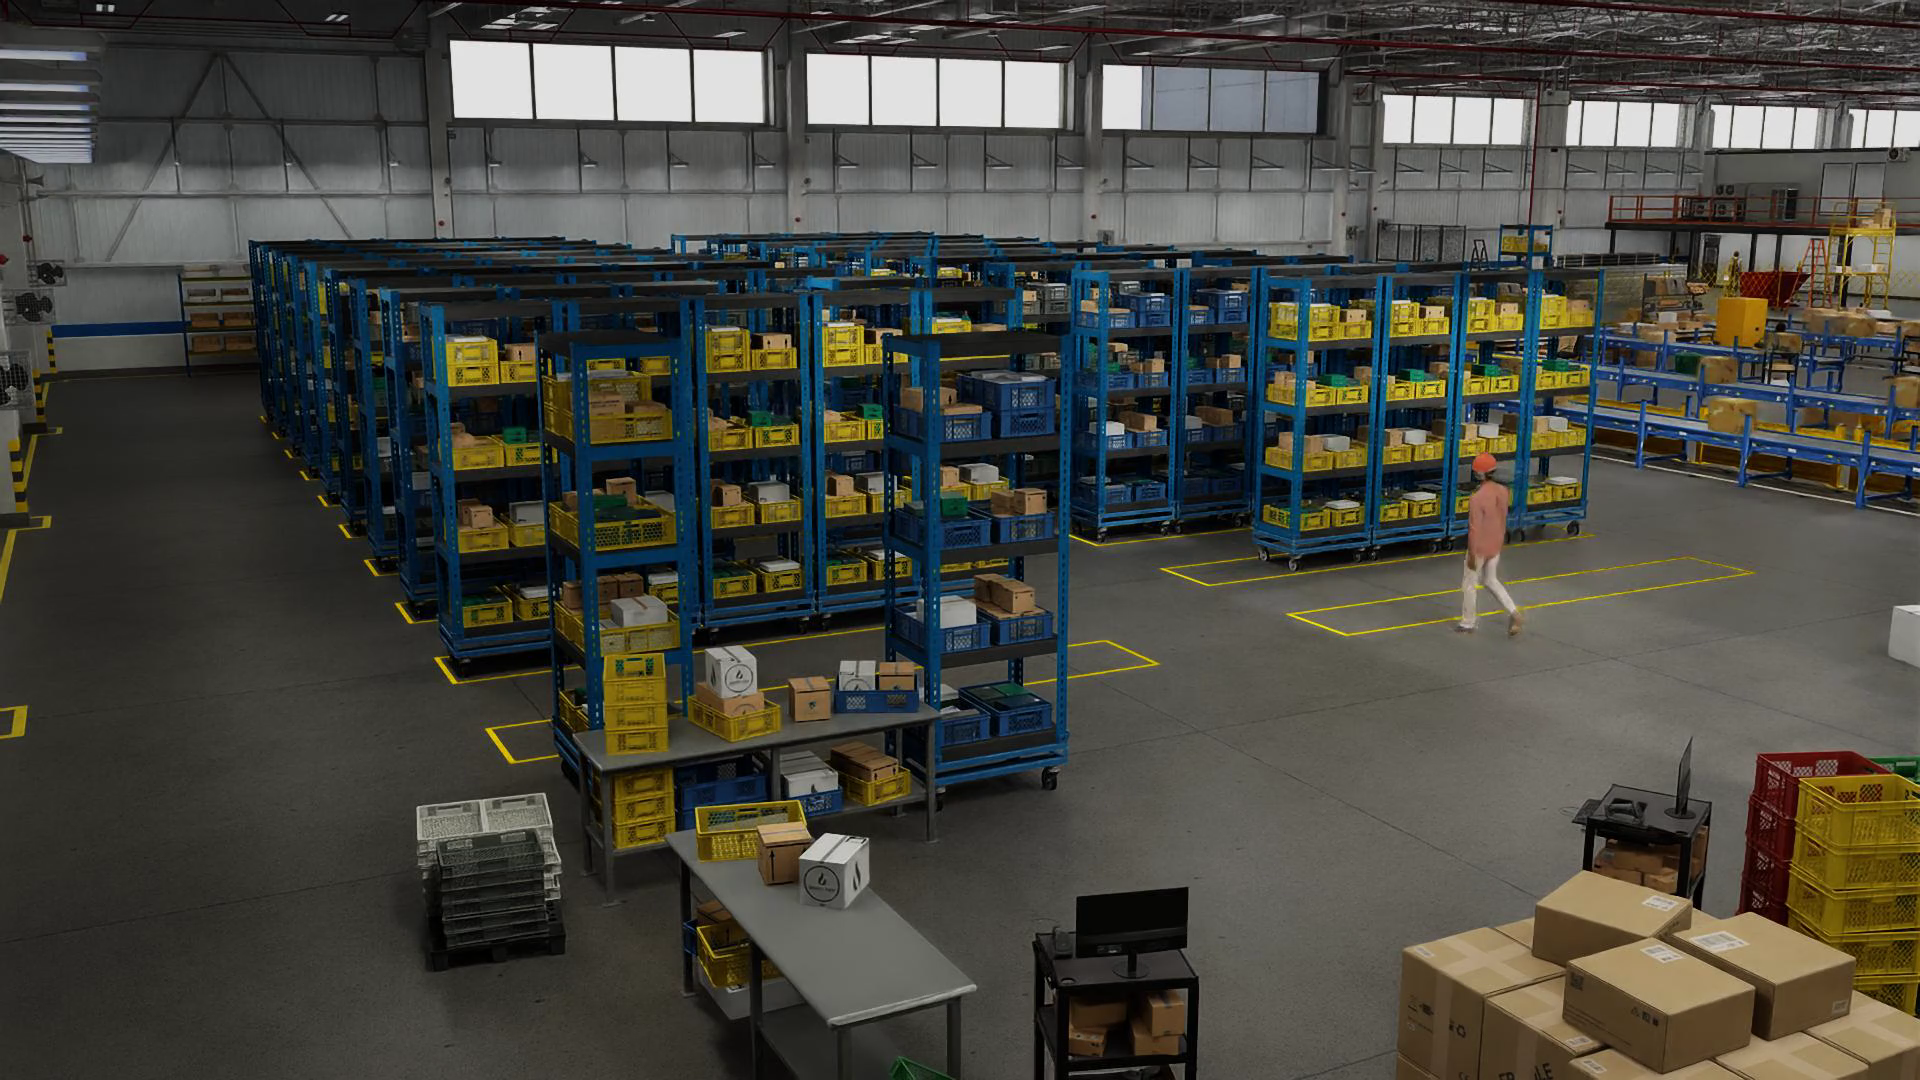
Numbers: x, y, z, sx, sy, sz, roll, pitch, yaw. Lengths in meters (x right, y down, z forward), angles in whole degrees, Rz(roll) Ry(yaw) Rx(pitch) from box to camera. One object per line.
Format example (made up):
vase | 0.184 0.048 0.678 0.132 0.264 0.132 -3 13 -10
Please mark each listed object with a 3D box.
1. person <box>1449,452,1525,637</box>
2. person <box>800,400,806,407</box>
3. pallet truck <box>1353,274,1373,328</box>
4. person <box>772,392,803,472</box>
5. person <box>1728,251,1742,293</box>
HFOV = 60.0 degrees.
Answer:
person | 5.514 0.073 17.305 0.625 1.975 0.718 -8 14 -32
person | -2.174 -1.597 25.513 0.607 1.807 0.710 -3 12 -12
pallet truck | 13.011 -8.050 55.243 0.823 1.965 1.885 -7 14 -28
person | -2.460 -1.389 24.575 0.642 1.790 0.901 9 15 36
person | 33.853 -11.696 72.662 0.506 1.842 0.342 7 14 29
